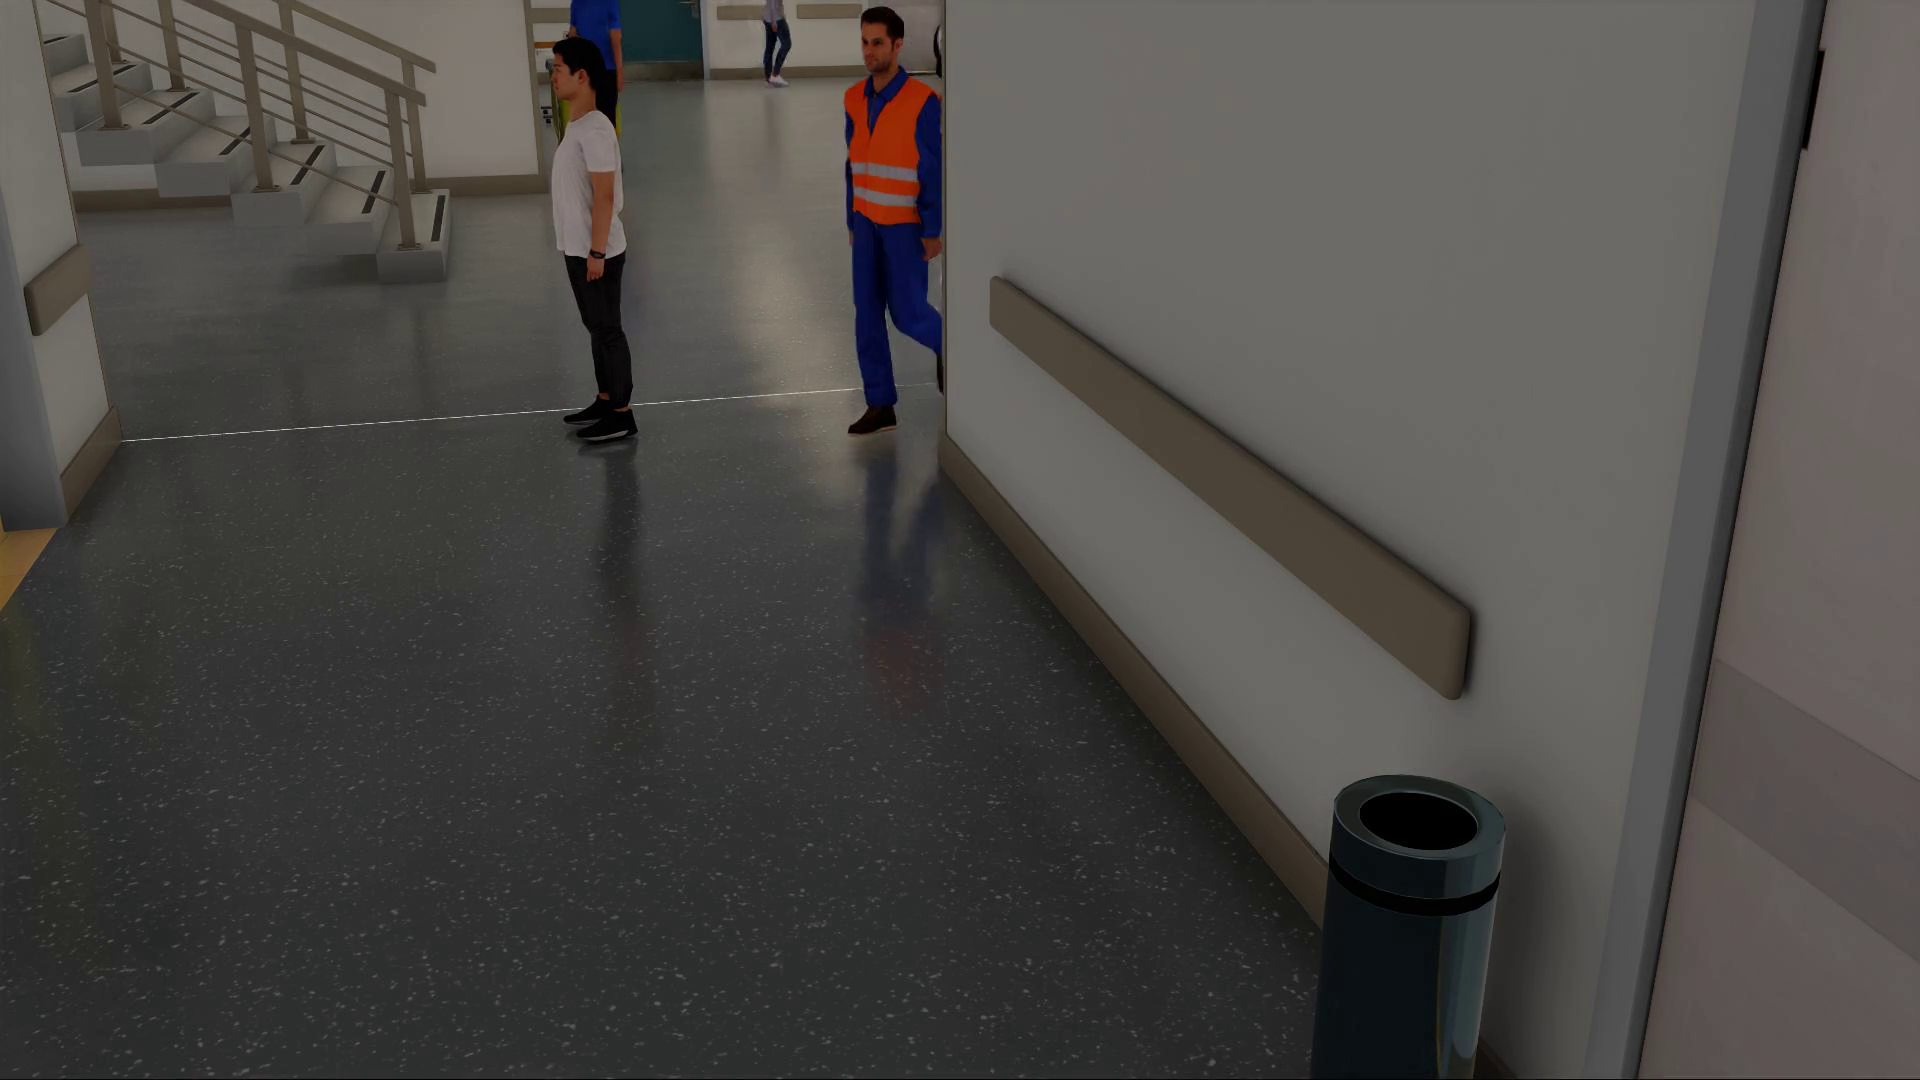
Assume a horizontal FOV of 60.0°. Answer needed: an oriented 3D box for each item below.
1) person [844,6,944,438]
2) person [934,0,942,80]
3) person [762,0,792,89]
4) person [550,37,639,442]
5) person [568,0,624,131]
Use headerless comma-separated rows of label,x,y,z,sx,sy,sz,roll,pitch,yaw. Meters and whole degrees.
person,-0.243,-1.373,7.313,1.035,1.841,1.102,13,24,31
person,-0.123,-6.020,20.460,0.682,1.219,0.625,-18,27,-39
person,-2.552,-6.826,21.873,0.581,1.726,0.630,-6,22,-16
person,-1.601,-1.312,7.275,0.578,1.722,0.652,-9,22,-22
person,-3.060,-3.994,14.207,0.957,1.860,0.979,8,22,20
